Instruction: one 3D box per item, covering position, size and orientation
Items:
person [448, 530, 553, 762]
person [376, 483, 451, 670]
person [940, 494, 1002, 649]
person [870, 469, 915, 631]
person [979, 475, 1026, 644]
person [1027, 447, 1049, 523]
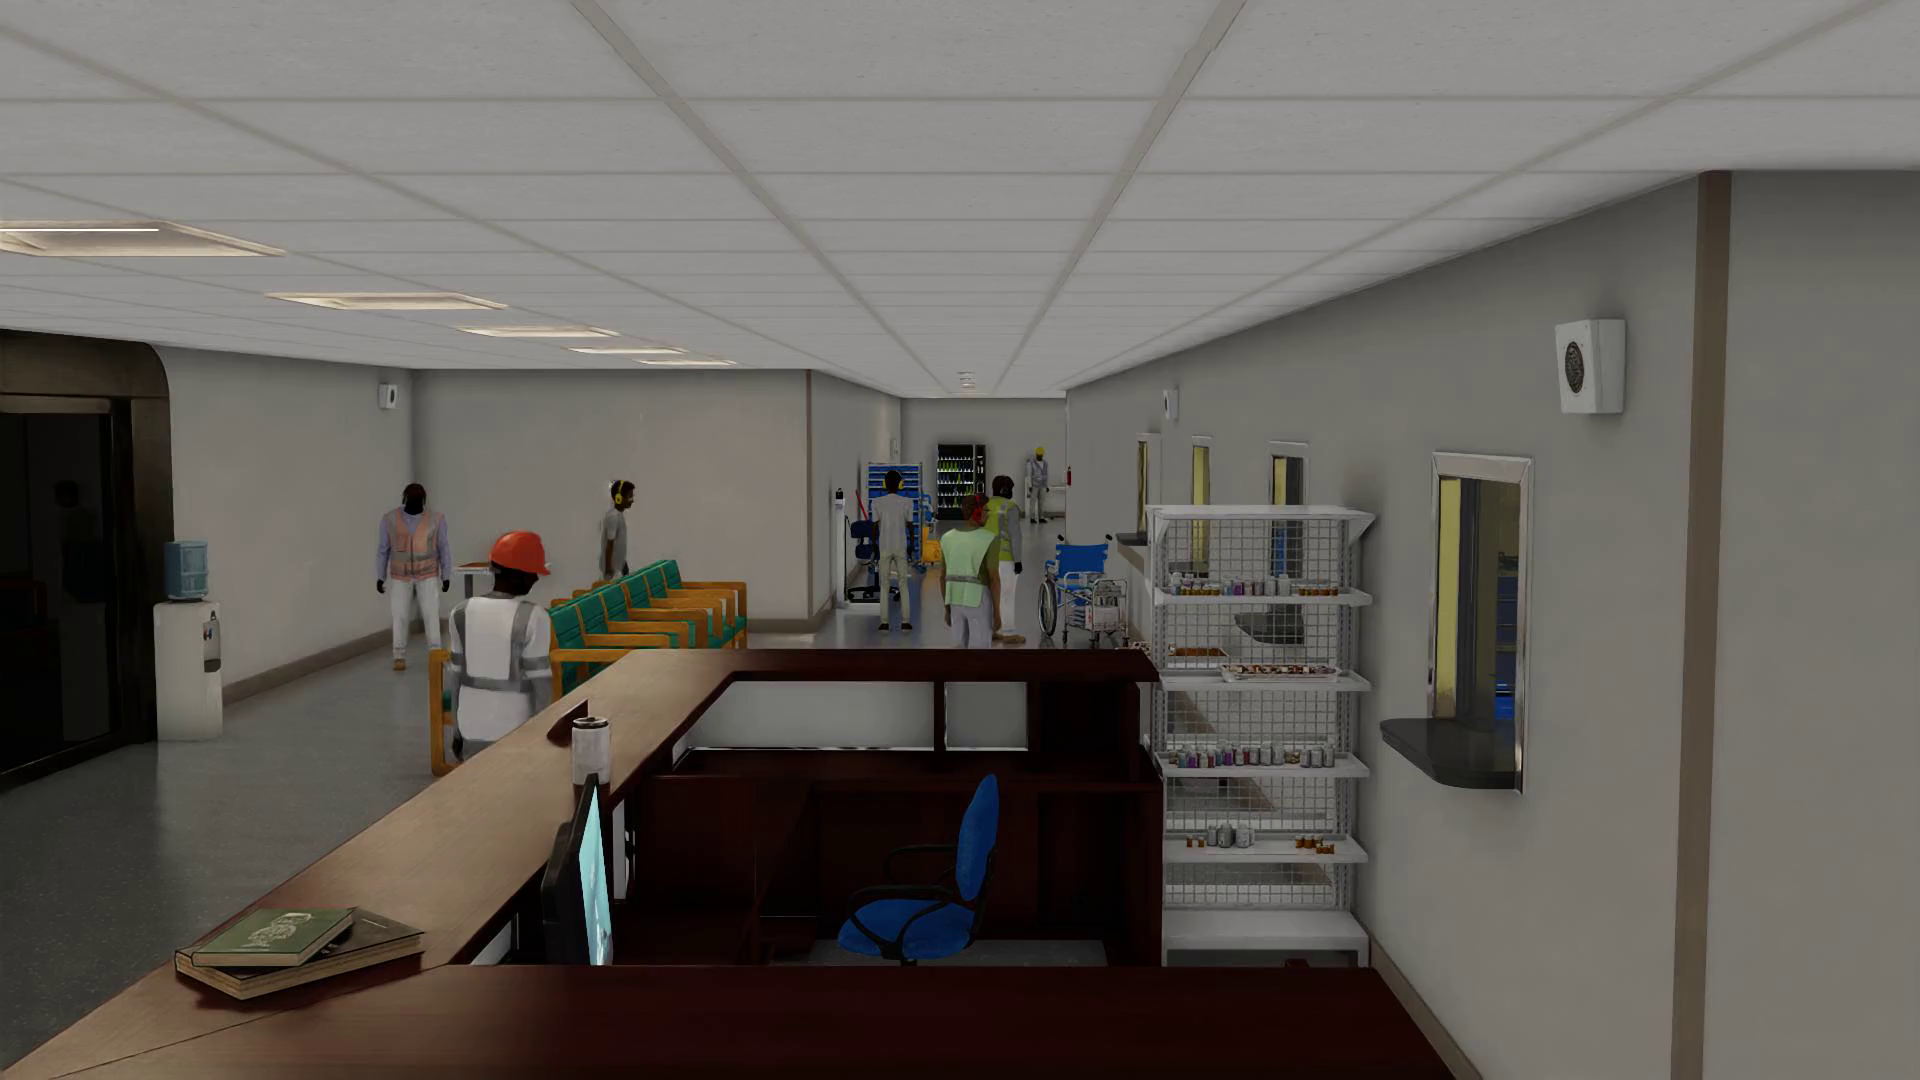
[{"bbox_3d":[-2.232,0.905,7.953,0.570,1.905,0.678,1,4,13],"label":"person"},{"bbox_3d":[-5.314,0.357,16.180,0.689,1.834,0.431,-1,4,-13],"label":"person"},{"bbox_3d":[0.079,0.552,13.309,0.564,1.841,0.394,3,5,36],"label":"person"},{"bbox_3d":[-0.776,0.122,19.143,0.516,1.871,0.325,0,4,-2],"label":"person"},{"bbox_3d":[0.457,0.212,18.135,0.430,1.838,0.619,-4,6,-44],"label":"person"},{"bbox_3d":[1.871,-1.302,39.439,0.587,1.826,0.404,-2,5,-31],"label":"person"}]
